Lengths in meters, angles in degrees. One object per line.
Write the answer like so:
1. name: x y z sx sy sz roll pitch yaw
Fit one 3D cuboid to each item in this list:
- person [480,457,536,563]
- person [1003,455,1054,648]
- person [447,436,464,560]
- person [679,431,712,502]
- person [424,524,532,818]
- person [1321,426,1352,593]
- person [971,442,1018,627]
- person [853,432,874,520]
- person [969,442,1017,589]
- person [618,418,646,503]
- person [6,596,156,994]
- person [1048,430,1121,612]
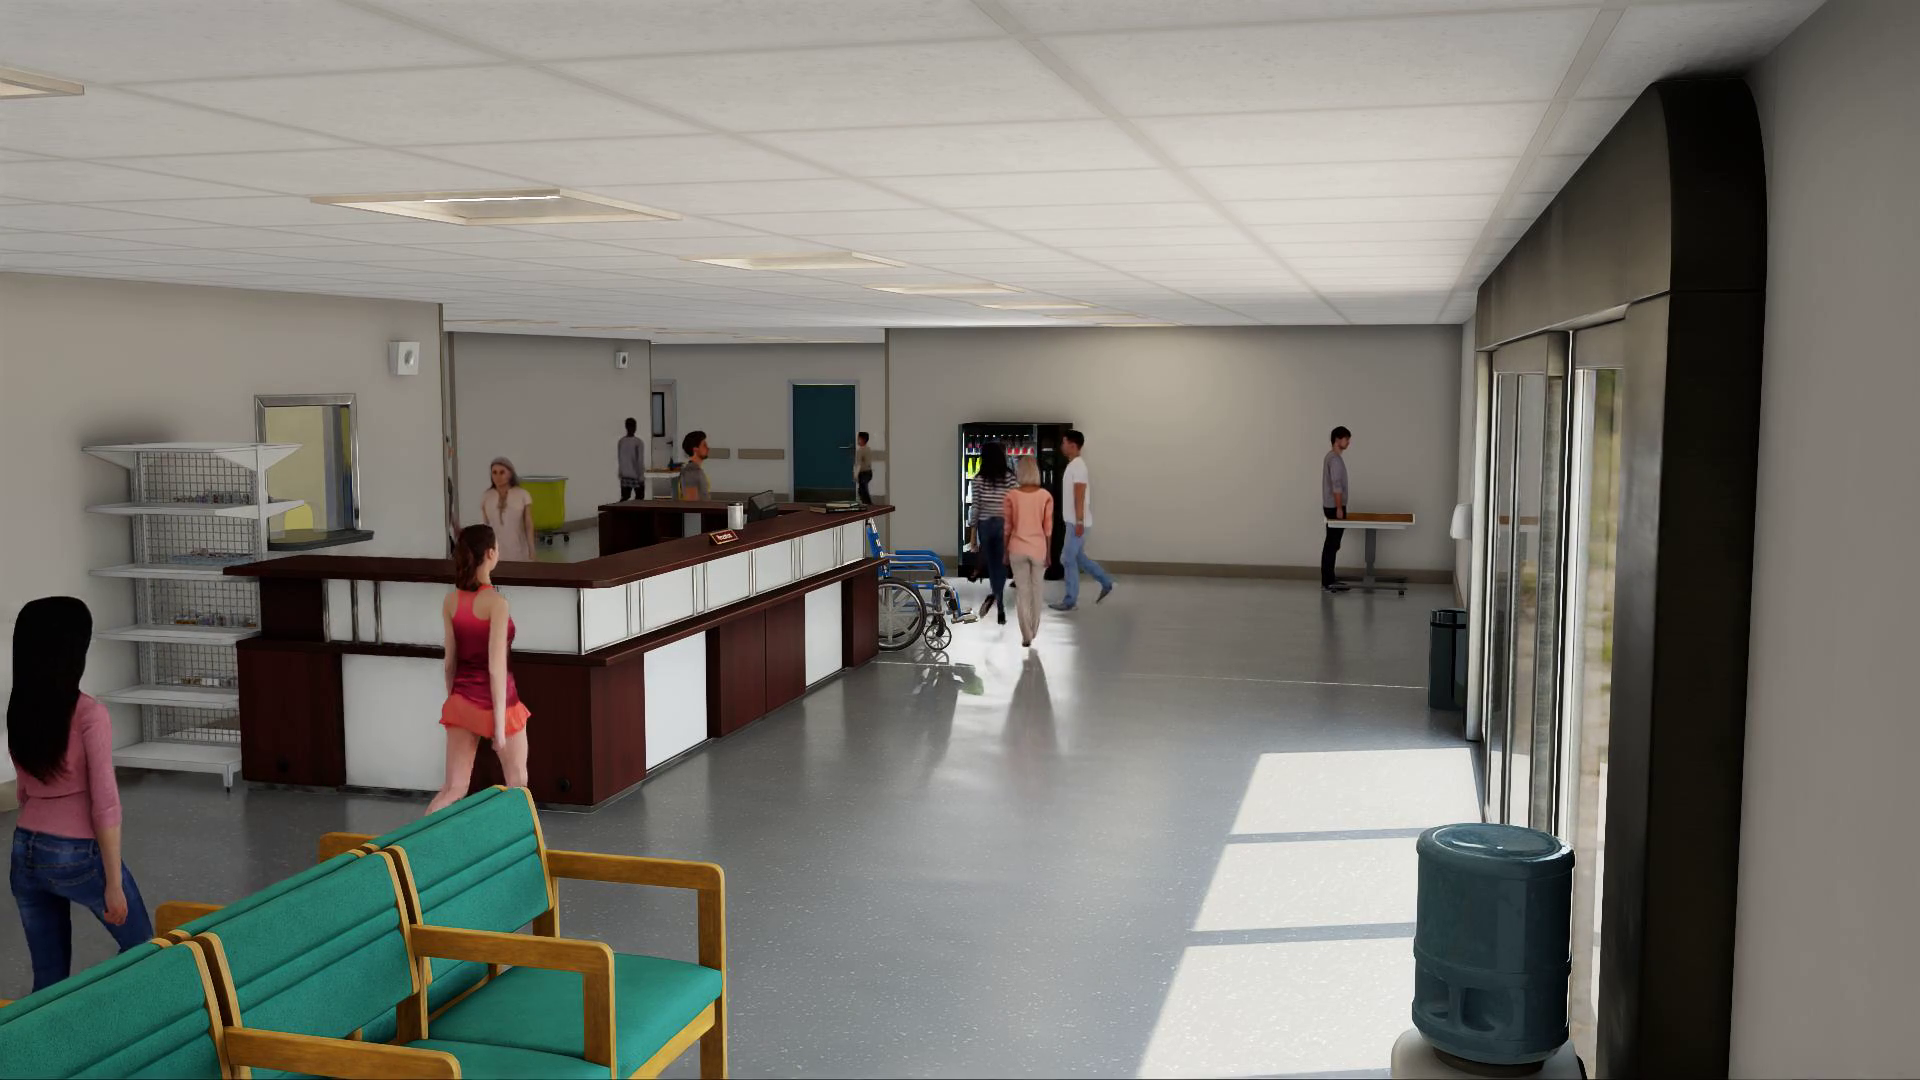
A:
1. person: -3.825 0.173 14.149 1.198 1.691 1.010 -1 6 -10
2. person: 0.593 0.140 14.568 1.171 1.673 0.891 0 6 -1
3. person: -5.091 -0.065 15.927 1.266 1.808 1.077 -2 6 -17
4. person: -2.577 -0.076 15.685 1.085 1.877 0.856 0 6 -5
5. person: -2.242 0.823 7.581 1.134 1.711 0.748 2 6 22
6. person: 4.213 -0.363 18.731 0.569 1.840 0.678 1 6 9
7. person: 0.328 -0.005 15.492 1.020 1.759 0.767 1 6 6
8. person: -1.517 -1.063 27.614 0.612 1.454 0.616 2 6 23
9. person: 0.485 -0.232 18.536 0.966 1.618 1.130 -5 8 -42
10. person: -4.941 -0.923 24.736 1.056 1.751 0.773 2 6 22
11. person: -2.871 1.048 5.230 0.582 1.735 0.645 2 6 15
12. person: 1.279 -0.180 16.929 1.013 1.837 0.795 0 6 0
